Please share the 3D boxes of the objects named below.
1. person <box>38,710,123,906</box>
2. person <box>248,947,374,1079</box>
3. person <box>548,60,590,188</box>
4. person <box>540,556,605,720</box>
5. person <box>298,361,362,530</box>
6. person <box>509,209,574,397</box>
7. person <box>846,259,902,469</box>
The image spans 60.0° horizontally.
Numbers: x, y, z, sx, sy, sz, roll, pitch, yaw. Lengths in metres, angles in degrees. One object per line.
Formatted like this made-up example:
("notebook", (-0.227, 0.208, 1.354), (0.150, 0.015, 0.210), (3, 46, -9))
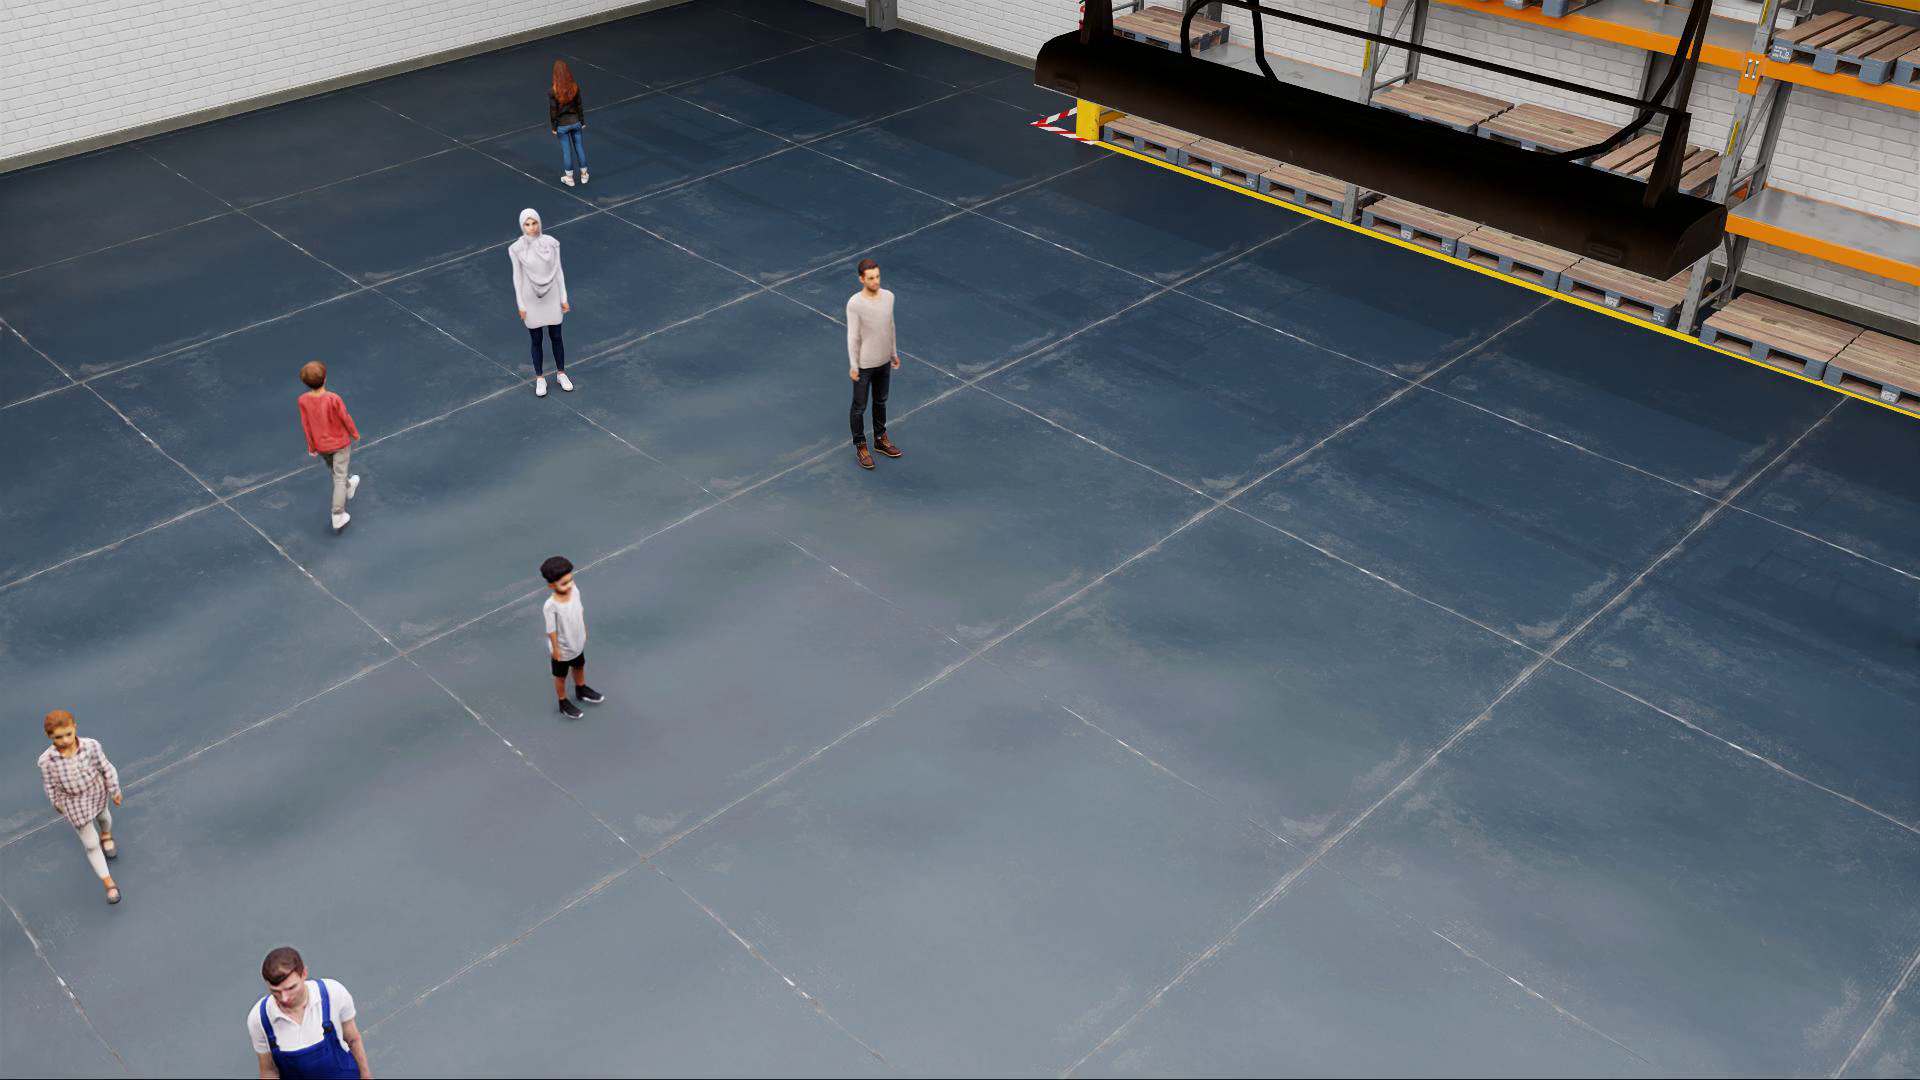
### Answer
("person", (-5.329, 1.522, 10.125), (0.652, 1.266, 0.981), (-21, 39, -28))
("person", (-3.053, 2.605, 7.969), (0.707, 1.849, 0.691), (-14, 36, -20))
("person", (-4.621, -4.925, 19.627), (0.606, 1.483, 0.574), (-19, 38, -27))
("person", (-2.713, 0.650, 11.446), (0.527, 1.256, 0.519), (20, 38, 27))
("person", (-5.096, -0.748, 13.434), (0.938, 1.383, 0.945), (3, 34, 5))
("person", (-3.838, -2.192, 15.252), (0.679, 1.775, 0.655), (-13, 36, -19))
("person", (-0.754, -1.533, 14.176), (0.669, 1.868, 0.589), (-25, 41, -32))
